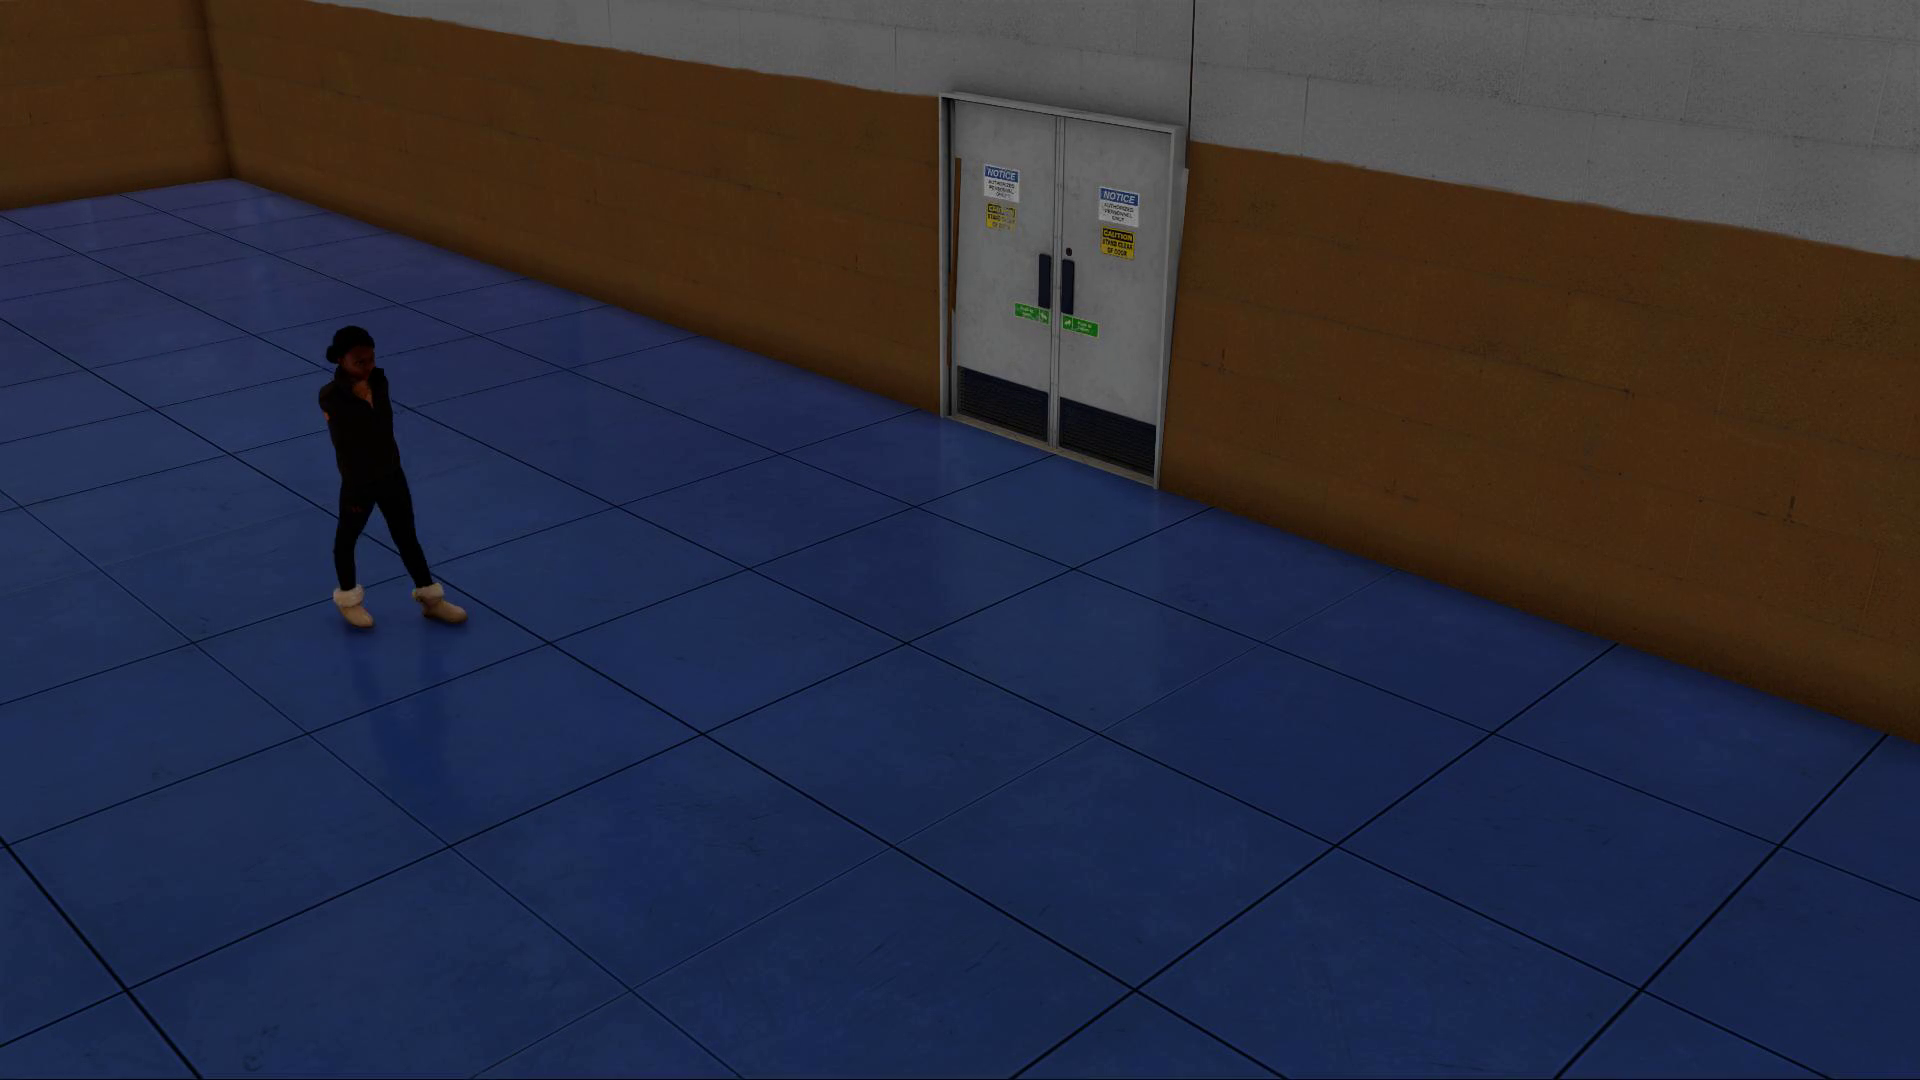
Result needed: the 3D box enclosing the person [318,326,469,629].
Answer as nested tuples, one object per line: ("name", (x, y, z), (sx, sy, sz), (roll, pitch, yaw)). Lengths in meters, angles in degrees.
("person", (-2.956, -0.276, 8.602), (0.887, 1.648, 0.790), (-10, 26, -22))
